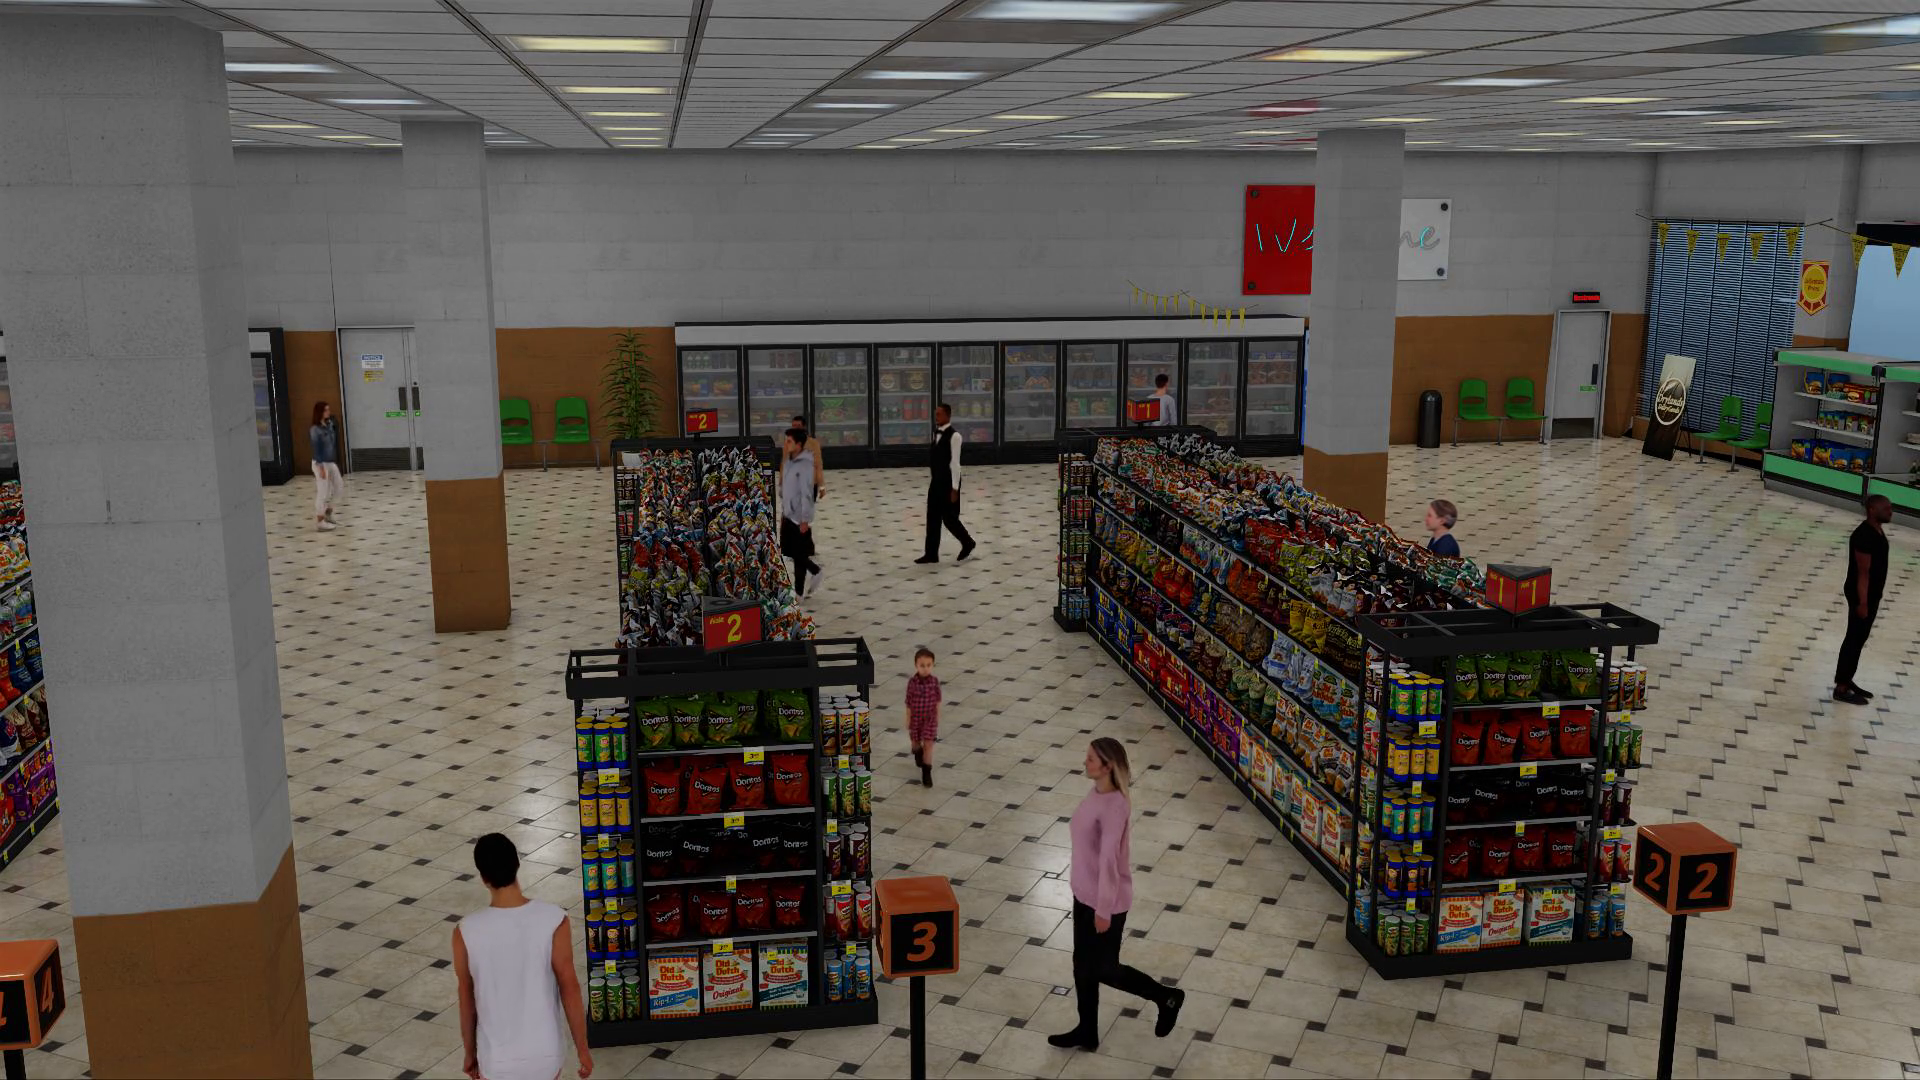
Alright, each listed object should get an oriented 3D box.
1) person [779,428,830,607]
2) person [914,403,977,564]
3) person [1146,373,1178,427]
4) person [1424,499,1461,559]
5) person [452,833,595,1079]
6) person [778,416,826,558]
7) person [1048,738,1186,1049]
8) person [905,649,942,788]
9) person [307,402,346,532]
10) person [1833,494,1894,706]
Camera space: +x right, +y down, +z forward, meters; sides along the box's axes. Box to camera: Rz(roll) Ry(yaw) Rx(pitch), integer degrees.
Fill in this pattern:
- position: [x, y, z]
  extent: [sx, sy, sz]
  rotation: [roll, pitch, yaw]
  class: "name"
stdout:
- position: [-1.649, -0.257, 17.729]
  extent: [0.940, 1.918, 0.950]
  rotation: [-7, 14, -30]
  class: "person"
- position: [-0.106, -0.665, 19.704]
  extent: [1.040, 1.903, 1.119]
  rotation: [-8, 14, -34]
  class: "person"
- position: [2.838, -1.436, 23.499]
  extent: [0.693, 1.847, 0.749]
  rotation: [8, 14, 33]
  class: "person"
- position: [3.986, 0.582, 13.863]
  extent: [0.781, 1.868, 0.607]
  rotation: [2, 12, 10]
  class: "person"
- position: [-1.791, 2.139, 6.806]
  extent: [0.793, 1.729, 1.150]
  rotation: [-3, 12, -12]
  class: "person"
- position: [-1.837, -0.621, 19.908]
  extent: [0.966, 1.733, 1.055]
  rotation: [6, 13, 25]
  class: "person"
- position: [0.809, 1.821, 8.458]
  extent: [0.638, 1.672, 0.844]
  rotation: [-2, 12, -8]
  class: "person"
- position: [-0.282, 1.307, 12.491]
  extent: [0.445, 1.015, 0.701]
  rotation: [-2, 12, -8]
  class: "person"
- position: [-8.345, -0.958, 21.614]
  extent: [0.770, 1.689, 0.625]
  rotation: [2, 12, 9]
  class: "person"
- position: [7.820, 0.495, 14.400]
  extent: [0.776, 1.818, 0.733]
  rotation: [9, 15, 37]
  class: "person"
